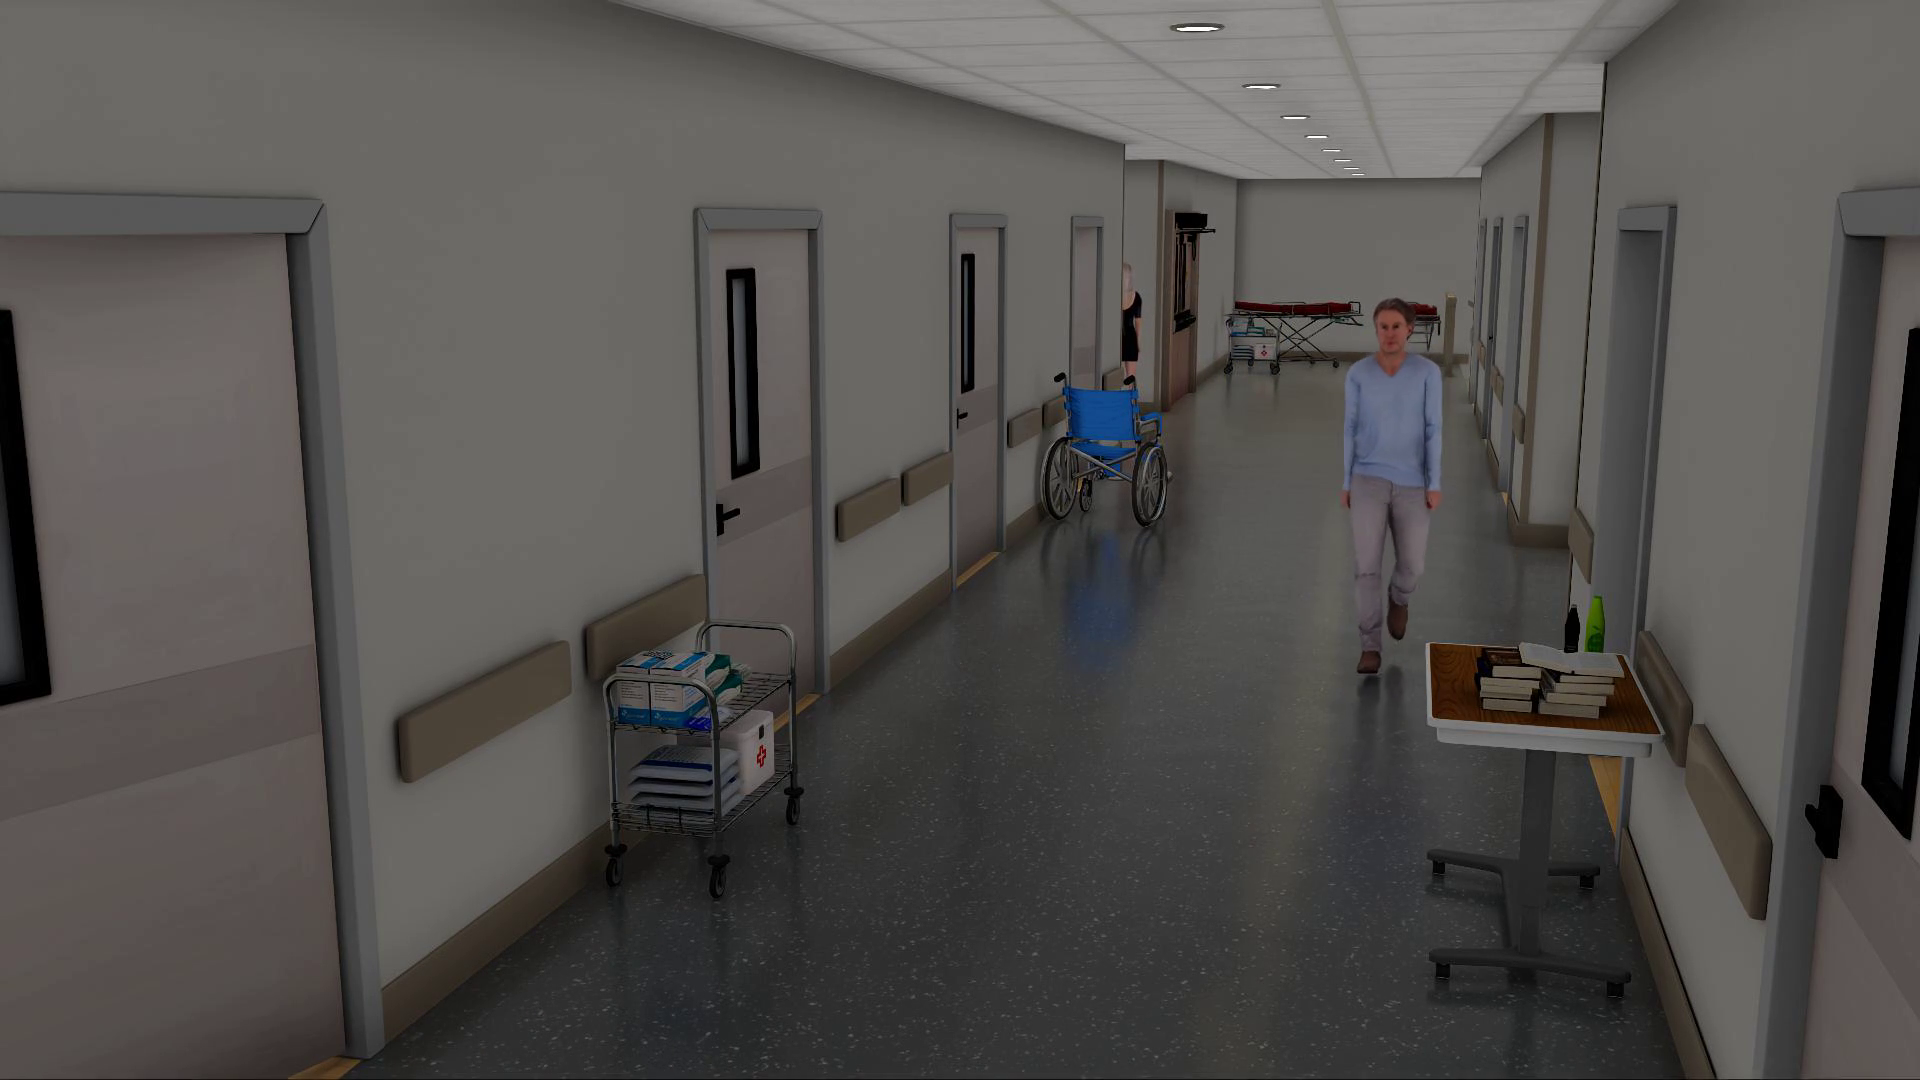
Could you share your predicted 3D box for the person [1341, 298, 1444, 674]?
[{"bbox_3d":[2.192,-0.273,8.445,0.658,1.869,1.072,3,11,17],"label":"person"}]
